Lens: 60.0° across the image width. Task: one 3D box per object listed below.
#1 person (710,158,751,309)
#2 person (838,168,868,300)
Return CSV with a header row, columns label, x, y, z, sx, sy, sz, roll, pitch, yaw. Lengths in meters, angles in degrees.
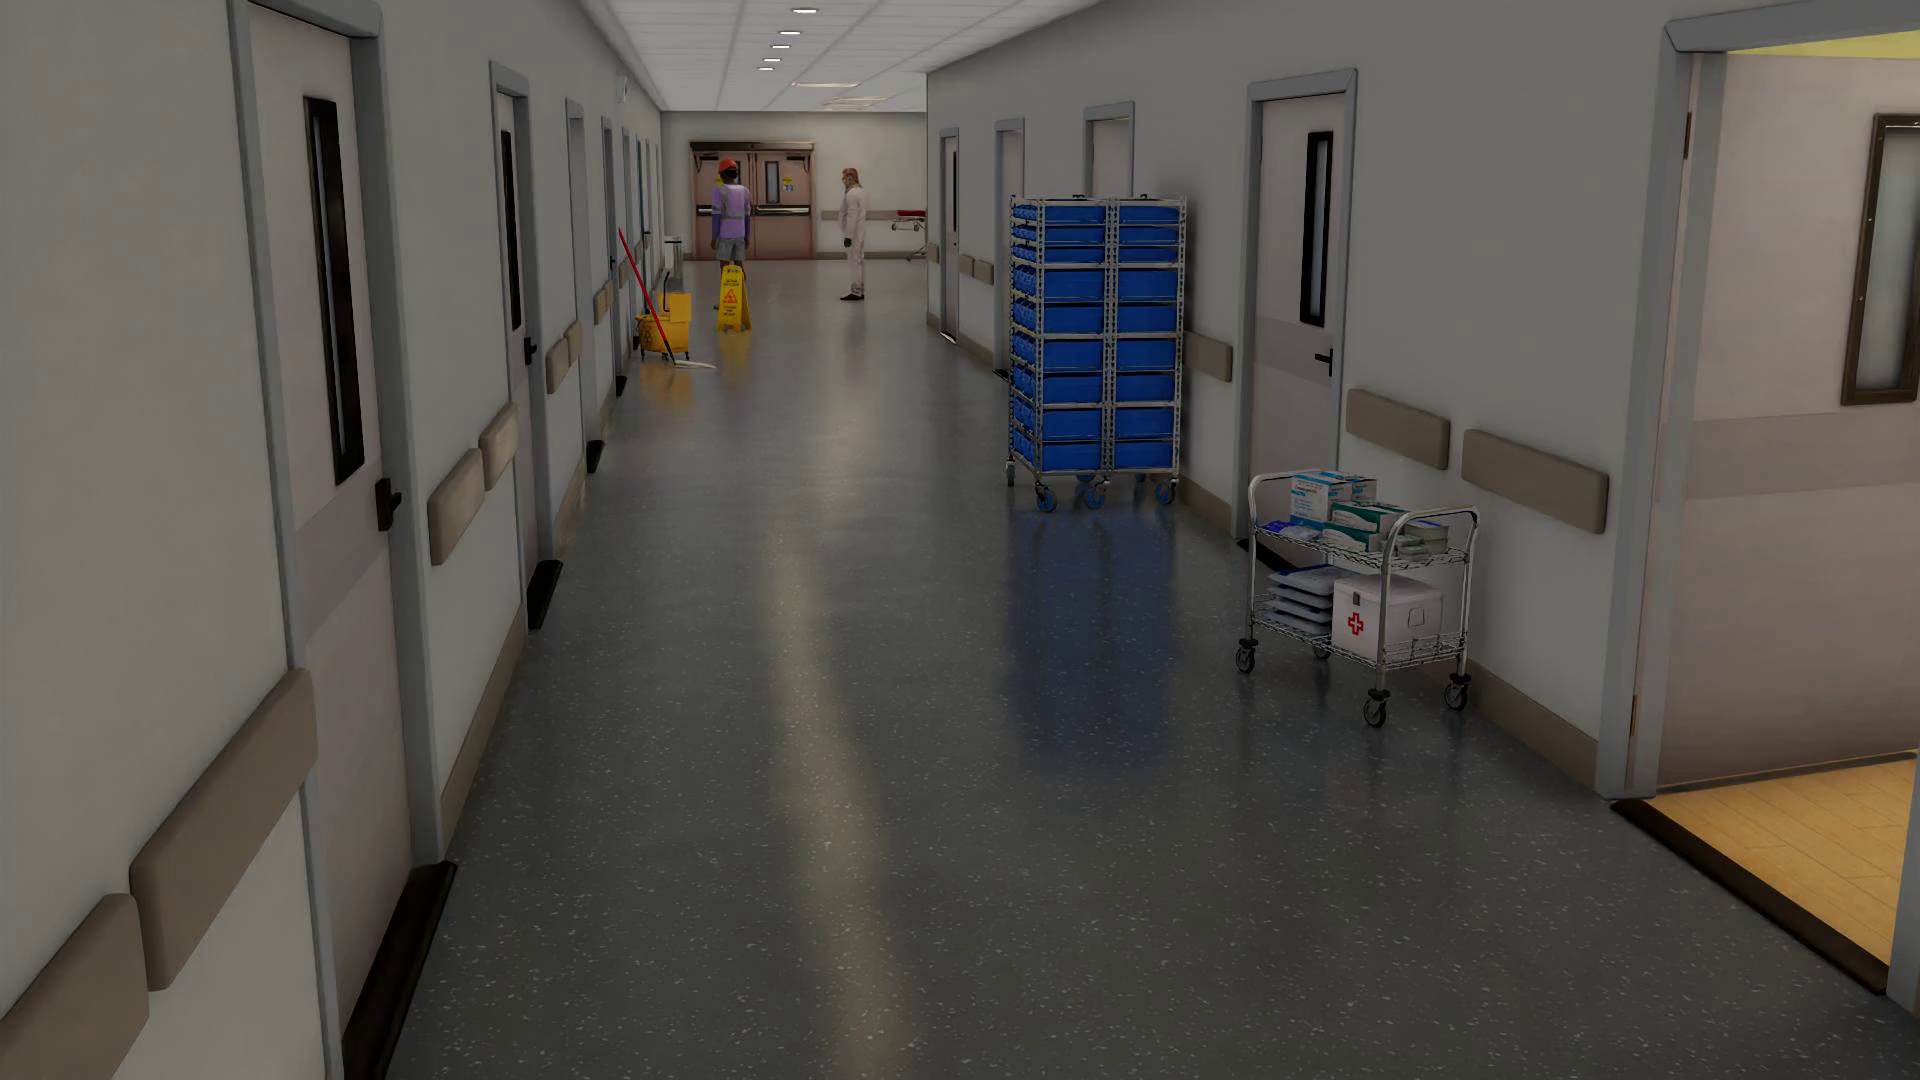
label,x,y,z,sx,sy,sz,roll,pitch,yaw
person,-3.127,-4.151,22.615,0.612,2.033,0.408,-12,17,-43
person,-1.567,-4.444,24.198,0.409,1.903,0.639,2,13,10
